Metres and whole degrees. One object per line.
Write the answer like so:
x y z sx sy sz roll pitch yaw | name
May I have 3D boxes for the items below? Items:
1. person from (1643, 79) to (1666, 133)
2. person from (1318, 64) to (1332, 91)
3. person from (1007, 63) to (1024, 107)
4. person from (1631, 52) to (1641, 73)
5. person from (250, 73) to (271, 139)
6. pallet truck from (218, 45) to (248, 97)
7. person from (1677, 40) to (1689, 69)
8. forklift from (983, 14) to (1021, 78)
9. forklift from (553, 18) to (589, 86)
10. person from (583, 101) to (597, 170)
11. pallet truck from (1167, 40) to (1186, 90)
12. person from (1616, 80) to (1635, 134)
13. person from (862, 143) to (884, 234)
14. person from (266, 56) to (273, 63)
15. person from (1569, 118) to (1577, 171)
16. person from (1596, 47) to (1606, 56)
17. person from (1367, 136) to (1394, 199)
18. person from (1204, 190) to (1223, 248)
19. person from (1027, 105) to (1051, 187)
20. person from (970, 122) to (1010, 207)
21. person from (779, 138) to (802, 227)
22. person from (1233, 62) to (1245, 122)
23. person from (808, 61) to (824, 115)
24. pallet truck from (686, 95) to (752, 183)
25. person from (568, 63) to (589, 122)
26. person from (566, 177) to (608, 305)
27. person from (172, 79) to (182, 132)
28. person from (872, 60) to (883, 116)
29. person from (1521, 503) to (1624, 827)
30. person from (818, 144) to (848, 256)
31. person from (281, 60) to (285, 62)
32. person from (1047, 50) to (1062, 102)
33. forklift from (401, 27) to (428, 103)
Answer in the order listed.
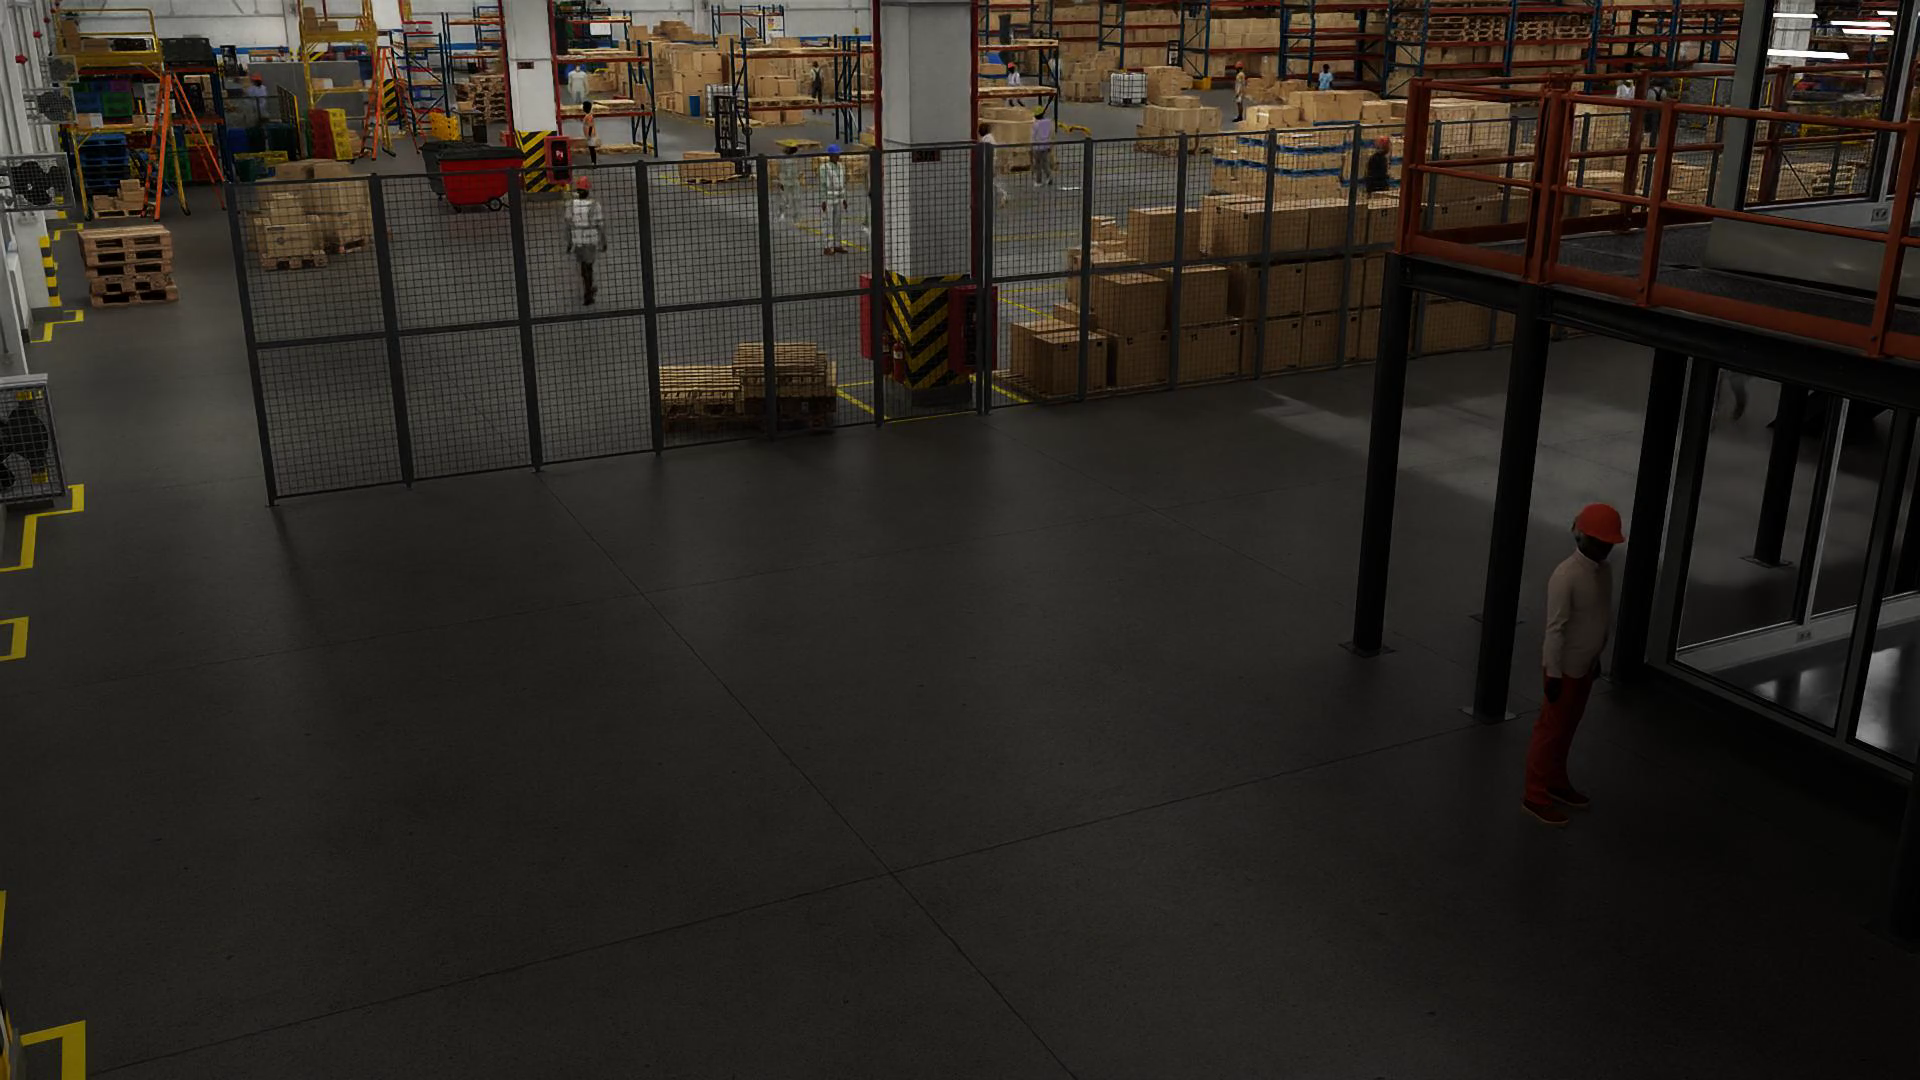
19.574 -12.152 47.166 0.702 2.000 0.536 -6 20 -17 | person
12.862 -15.953 58.709 0.528 1.683 0.370 13 23 33 | person
1.873 -15.092 55.959 1.037 1.870 0.656 -17 25 -40 | person
27.416 -18.986 67.571 0.880 1.641 0.554 -6 20 -16 | person
-20.898 -12.934 49.613 0.555 1.920 0.545 12 22 31 | person
-28.879 -18.665 66.111 0.823 1.965 1.885 -3 19 -9 | pallet truck
34.267 -23.083 79.077 0.964 1.887 0.565 -6 20 -16 | person
2.057 -22.880 76.995 1.873 2.768 1.129 6 20 17 | forklift
-17.169 -21.142 71.956 1.873 2.768 1.129 -9 21 -25 | forklift
-9.419 -10.290 42.285 0.318 1.698 0.535 -6 20 -16 | person
9.045 -19.971 69.895 0.823 1.965 1.885 -3 19 -8 | pallet truck
20.287 -13.239 50.708 0.585 1.780 0.947 5 20 14 | person
-1.579 -6.760 31.784 0.592 1.886 0.970 -13 23 -33 | person
-24.629 -16.358 59.595 0.354 1.883 0.573 -11 22 -29 | person
13.923 -9.111 38.370 0.403 2.035 0.601 -3 19 -8 | person
27.854 -20.798 72.492 0.728 1.866 0.716 -11 22 -29 | person
7.734 -6.441 30.689 0.439 1.981 0.673 14 24 36 | person
3.638 -4.014 23.728 0.371 1.939 0.629 -6 20 -17 | person
1.847 -9.175 38.764 0.631 1.889 0.447 -15 24 -37 | person
0.599 -7.977 35.416 0.883 1.815 0.619 7 20 20 | person
-3.393 -7.111 33.027 0.488 1.722 0.609 -12 22 -30 | person
9.253 -14.867 55.191 0.379 1.938 0.547 7 20 20 | person
-4.992 -15.700 57.792 0.563 1.823 0.358 -11 22 -28 | person
-5.836 -9.608 39.856 0.823 1.965 1.885 10 22 27 | pallet truck
-12.622 -14.849 55.147 0.662 1.925 0.620 -5 20 -16 | person
-5.690 -4.603 25.501 0.568 1.890 0.946 2 19 6 | person
-24.346 -13.458 51.575 0.516 1.633 0.311 6 20 17 | person
-2.776 -15.671 57.549 0.390 1.920 0.587 -12 22 -31 | person
3.671 0.725 9.910 0.391 1.990 0.622 18 26 41 | person
-2.255 -6.066 29.660 0.389 1.949 0.602 16 25 39 | person
-22.831 -15.267 56.373 0.623 1.932 0.368 -8 20 -21 | person
3.617 -17.634 63.230 0.631 1.932 0.778 -7 20 -20 | person
-20.775 -17.590 61.662 1.873 2.768 1.129 -9 21 -25 | forklift
